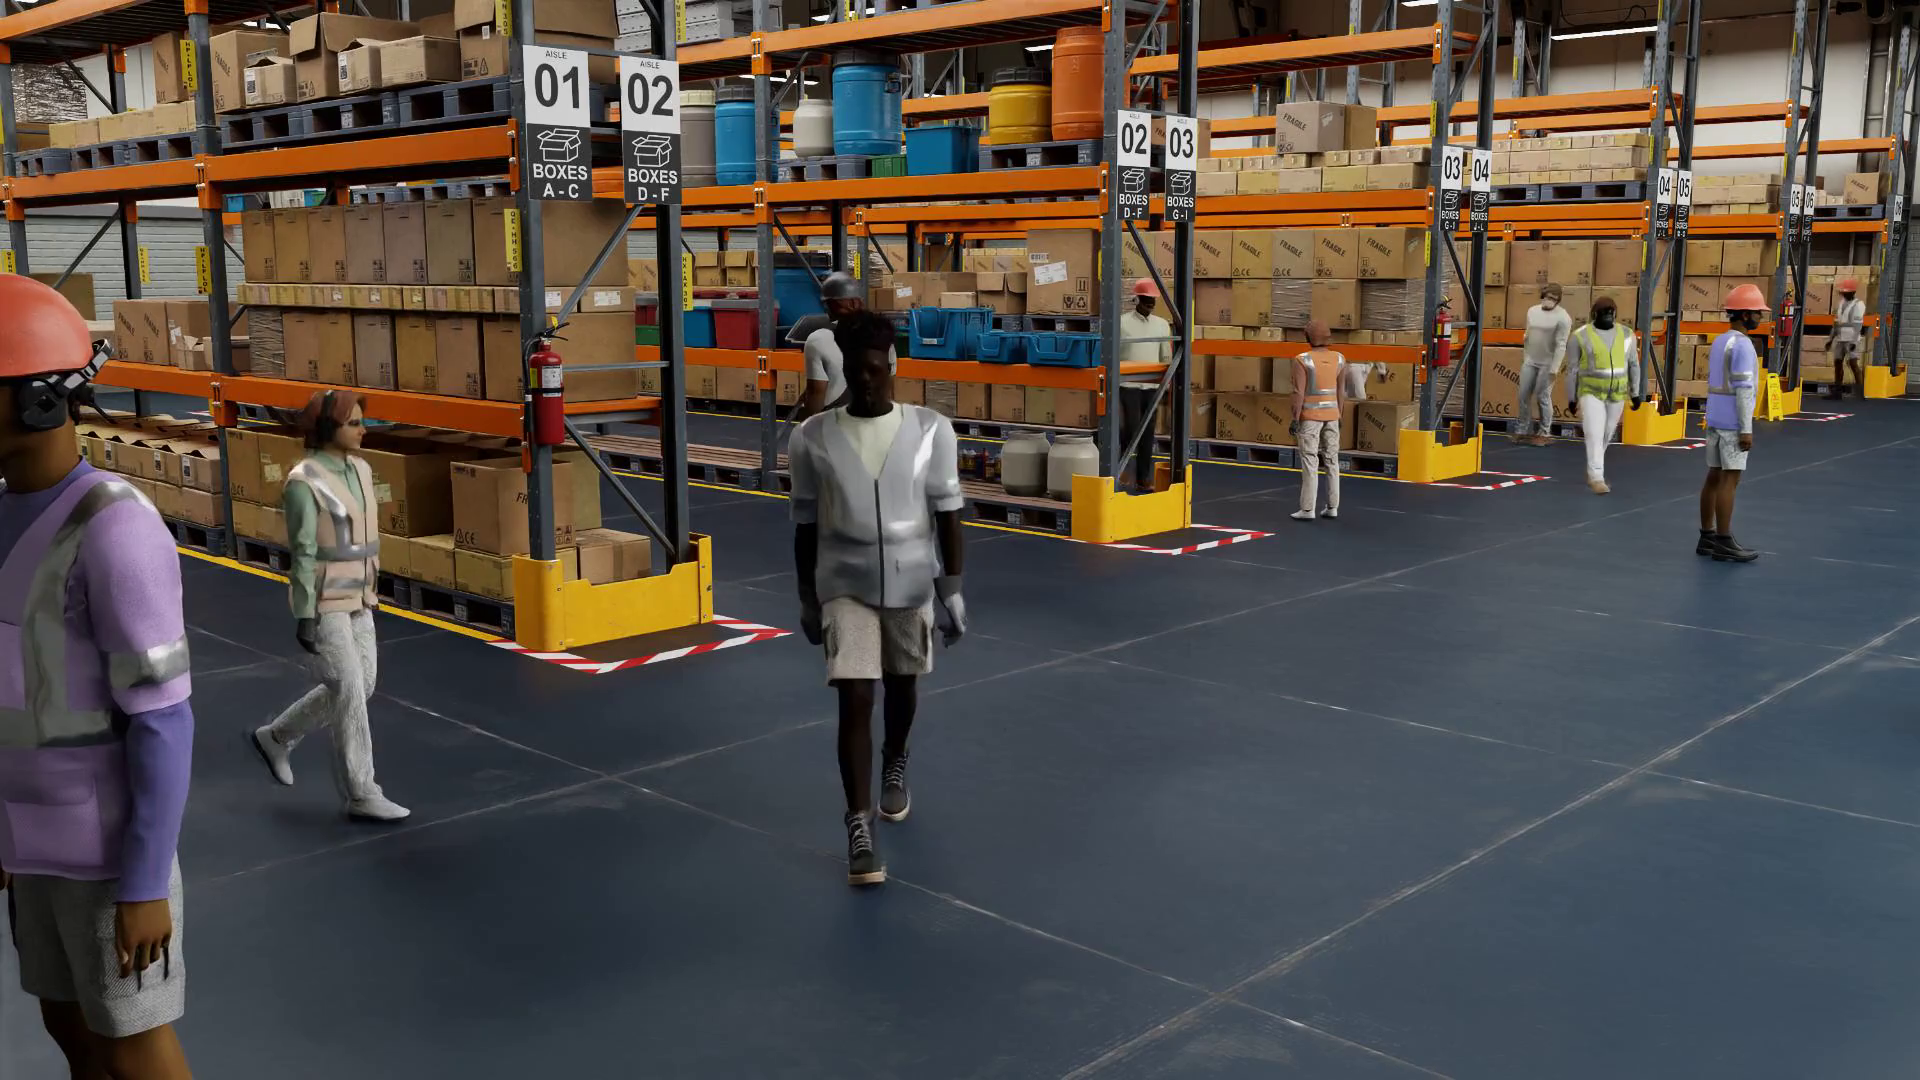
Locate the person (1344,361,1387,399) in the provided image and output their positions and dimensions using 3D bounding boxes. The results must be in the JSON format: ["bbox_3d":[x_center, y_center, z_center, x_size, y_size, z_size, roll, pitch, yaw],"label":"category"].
[{"bbox_3d":[4.579,-1.932,18.889,0.600,1.822,0.994,-7,12,-37],"label":"person"}]

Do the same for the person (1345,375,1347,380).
[{"bbox_3d":[4.046,-2.019,18.900,0.605,2.004,0.972,-9,13,-43],"label":"person"}]

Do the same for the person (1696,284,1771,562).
[{"bbox_3d":[5.497,-0.835,11.813,0.369,1.939,0.542,1,9,3],"label":"person"}]

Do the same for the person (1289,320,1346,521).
[{"bbox_3d":[2.919,-0.974,13.592,0.517,1.636,0.314,-4,10,-24],"label":"person"}]

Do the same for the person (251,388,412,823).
[{"bbox_3d":[-2.389,0.237,6.208,0.627,1.618,0.523,1,9,9],"label":"person"}]

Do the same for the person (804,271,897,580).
[{"bbox_3d":[-0.790,-0.738,11.040,0.684,2.000,0.538,-8,12,-39],"label":"person"}]

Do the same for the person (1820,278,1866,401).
[{"bbox_3d":[13.860,-3.121,25.931,0.458,1.909,0.788,-1,9,-7],"label":"person"}]

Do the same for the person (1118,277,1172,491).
[{"bbox_3d":[1.680,-1.433,15.357,0.640,1.974,0.439,-3,10,-20],"label":"person"}]

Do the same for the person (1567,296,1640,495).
[{"bbox_3d":[5.978,-1.372,15.517,0.617,1.809,0.931,0,9,0],"label":"person"}]

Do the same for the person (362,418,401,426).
[{"bbox_3d":[-5.130,-1.190,14.470,0.576,1.793,0.996,-8,12,-42],"label":"person"}]

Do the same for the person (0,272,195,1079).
[{"bbox_3d":[-1.645,0.542,3.050,0.615,2.040,0.391,8,12,39],"label":"person"}]

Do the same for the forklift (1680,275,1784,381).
[{"bbox_3d":[12.480,-3.427,27.053,1.214,2.155,2.313,9,13,43],"label":"forklift"}]

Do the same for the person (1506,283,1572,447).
[{"bbox_3d":[6.723,-2.015,19.210,0.565,1.884,0.708,-6,11,-32],"label":"person"}]

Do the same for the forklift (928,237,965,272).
[{"bbox_3d":[-0.326,-5.817,39.609,1.129,2.768,1.873,9,13,43],"label":"forklift"}]

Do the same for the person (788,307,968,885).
[{"bbox_3d":[-0.297,0.142,5.874,0.601,1.927,0.988,-1,9,-8],"label":"person"}]

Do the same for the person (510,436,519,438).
[{"bbox_3d":[-3.810,-1.263,14.775,0.404,1.828,0.592,9,13,42],"label":"person"}]
